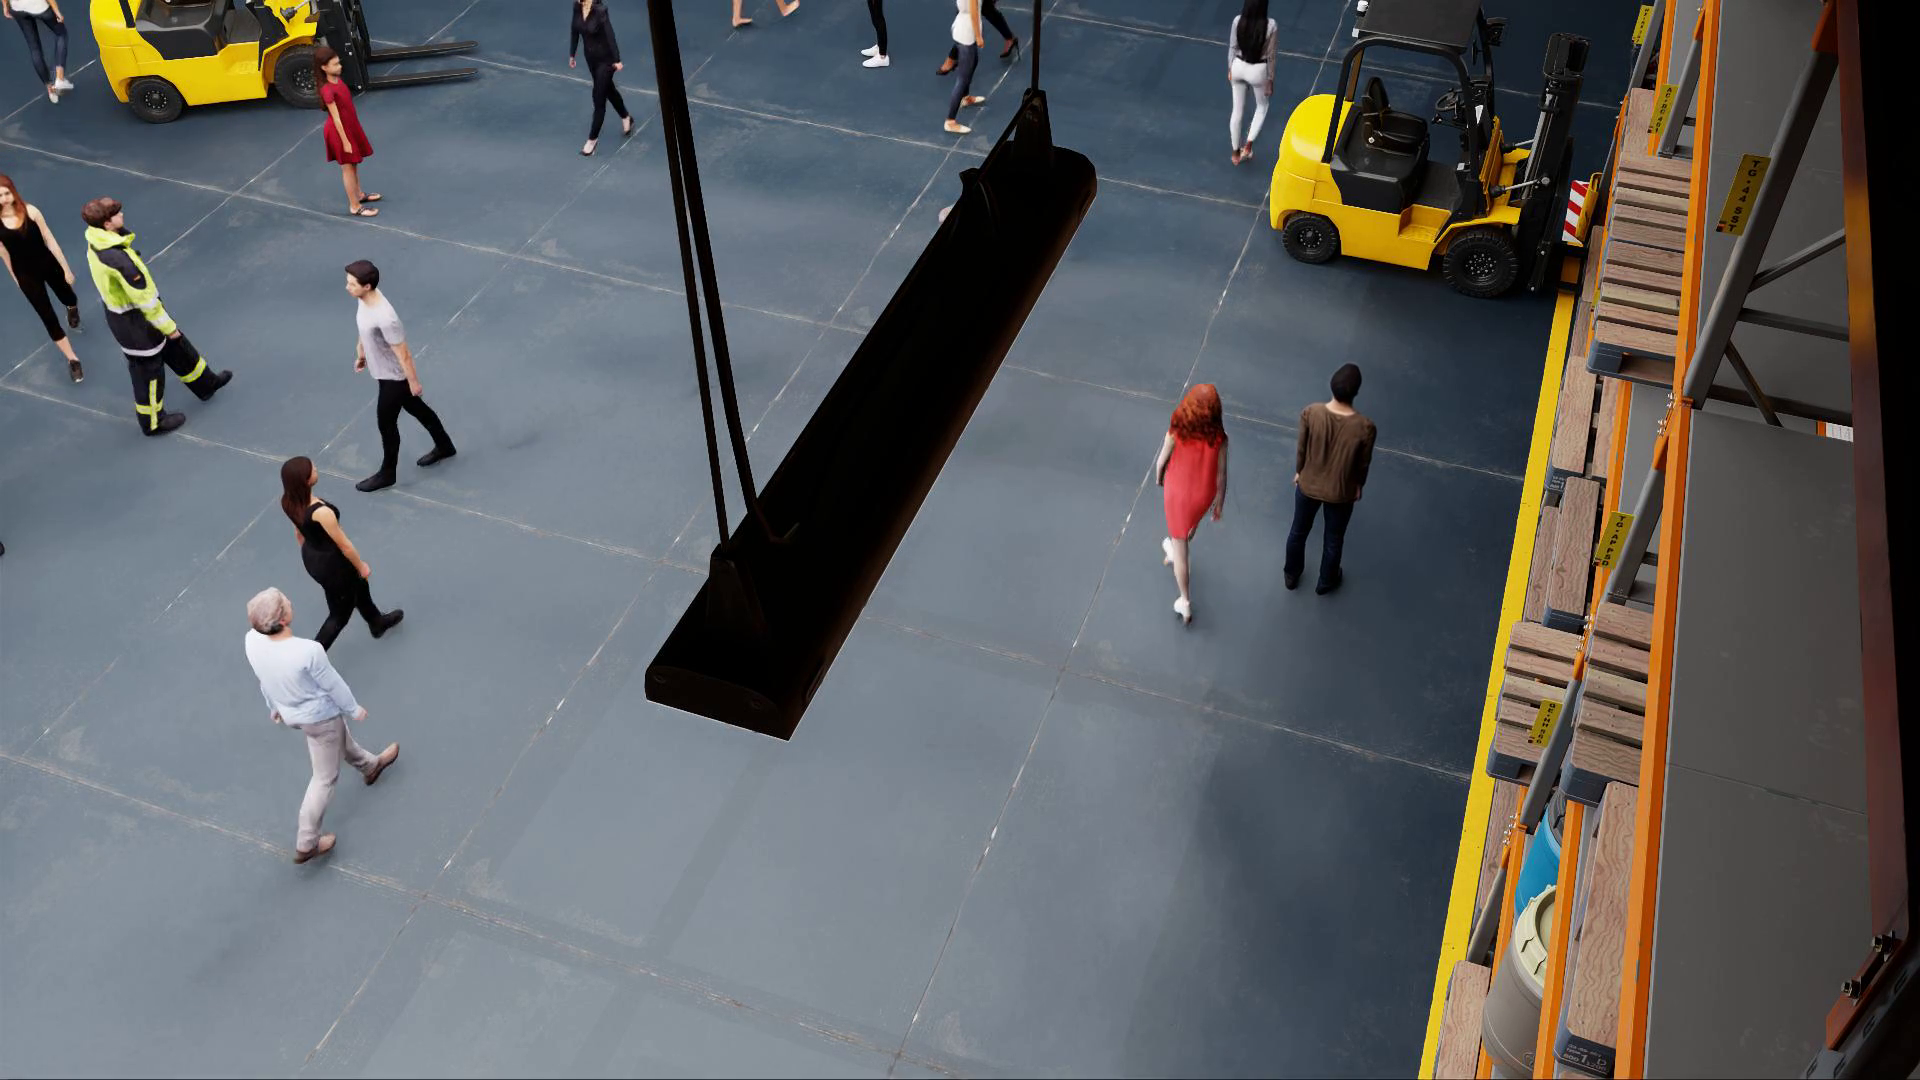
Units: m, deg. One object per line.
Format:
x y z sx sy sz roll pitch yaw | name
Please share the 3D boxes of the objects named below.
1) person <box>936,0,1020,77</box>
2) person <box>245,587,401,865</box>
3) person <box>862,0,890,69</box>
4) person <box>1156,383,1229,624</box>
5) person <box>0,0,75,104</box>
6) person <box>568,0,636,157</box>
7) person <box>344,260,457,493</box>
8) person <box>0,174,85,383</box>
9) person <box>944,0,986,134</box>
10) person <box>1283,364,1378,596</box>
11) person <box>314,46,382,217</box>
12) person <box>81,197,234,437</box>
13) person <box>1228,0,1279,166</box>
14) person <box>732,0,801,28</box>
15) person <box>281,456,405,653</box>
0.284 -5.466 16.438 1.202 1.778 1.184 -15 46 -15 | person
-3.753 1.073 9.520 0.719 1.852 1.258 17 46 17 | person
-0.850 -5.578 16.582 0.718 1.740 0.584 -2 44 -2 | person
1.509 -0.176 10.875 0.872 1.790 1.084 -4 44 -5 | person
-8.915 -5.048 15.990 0.839 1.790 0.812 -6 44 -7 | person
-3.287 -4.458 15.458 0.788 1.669 1.064 26 49 25 | person
-3.983 -1.239 11.956 1.130 1.838 1.045 -20 47 -20 | person
-7.186 -2.130 12.997 1.072 1.692 1.148 -17 46 -17 | person
0.054 -4.790 15.749 0.992 1.748 0.843 -4 44 -5 | person
2.433 -0.380 11.018 0.644 1.889 0.561 15 46 15 | person
-5.441 -3.613 14.656 0.725 1.552 0.663 -6 44 -7 | person
-6.155 -1.610 12.262 1.203 1.954 1.088 -29 51 -27 | person
2.611 -4.178 15.130 0.643 1.717 0.636 18 46 18 | person
-2.232 -6.050 17.193 1.060 1.582 0.918 -27 50 -25 | person
-4.052 0.209 10.566 0.830 1.659 1.161 29 51 27 | person
